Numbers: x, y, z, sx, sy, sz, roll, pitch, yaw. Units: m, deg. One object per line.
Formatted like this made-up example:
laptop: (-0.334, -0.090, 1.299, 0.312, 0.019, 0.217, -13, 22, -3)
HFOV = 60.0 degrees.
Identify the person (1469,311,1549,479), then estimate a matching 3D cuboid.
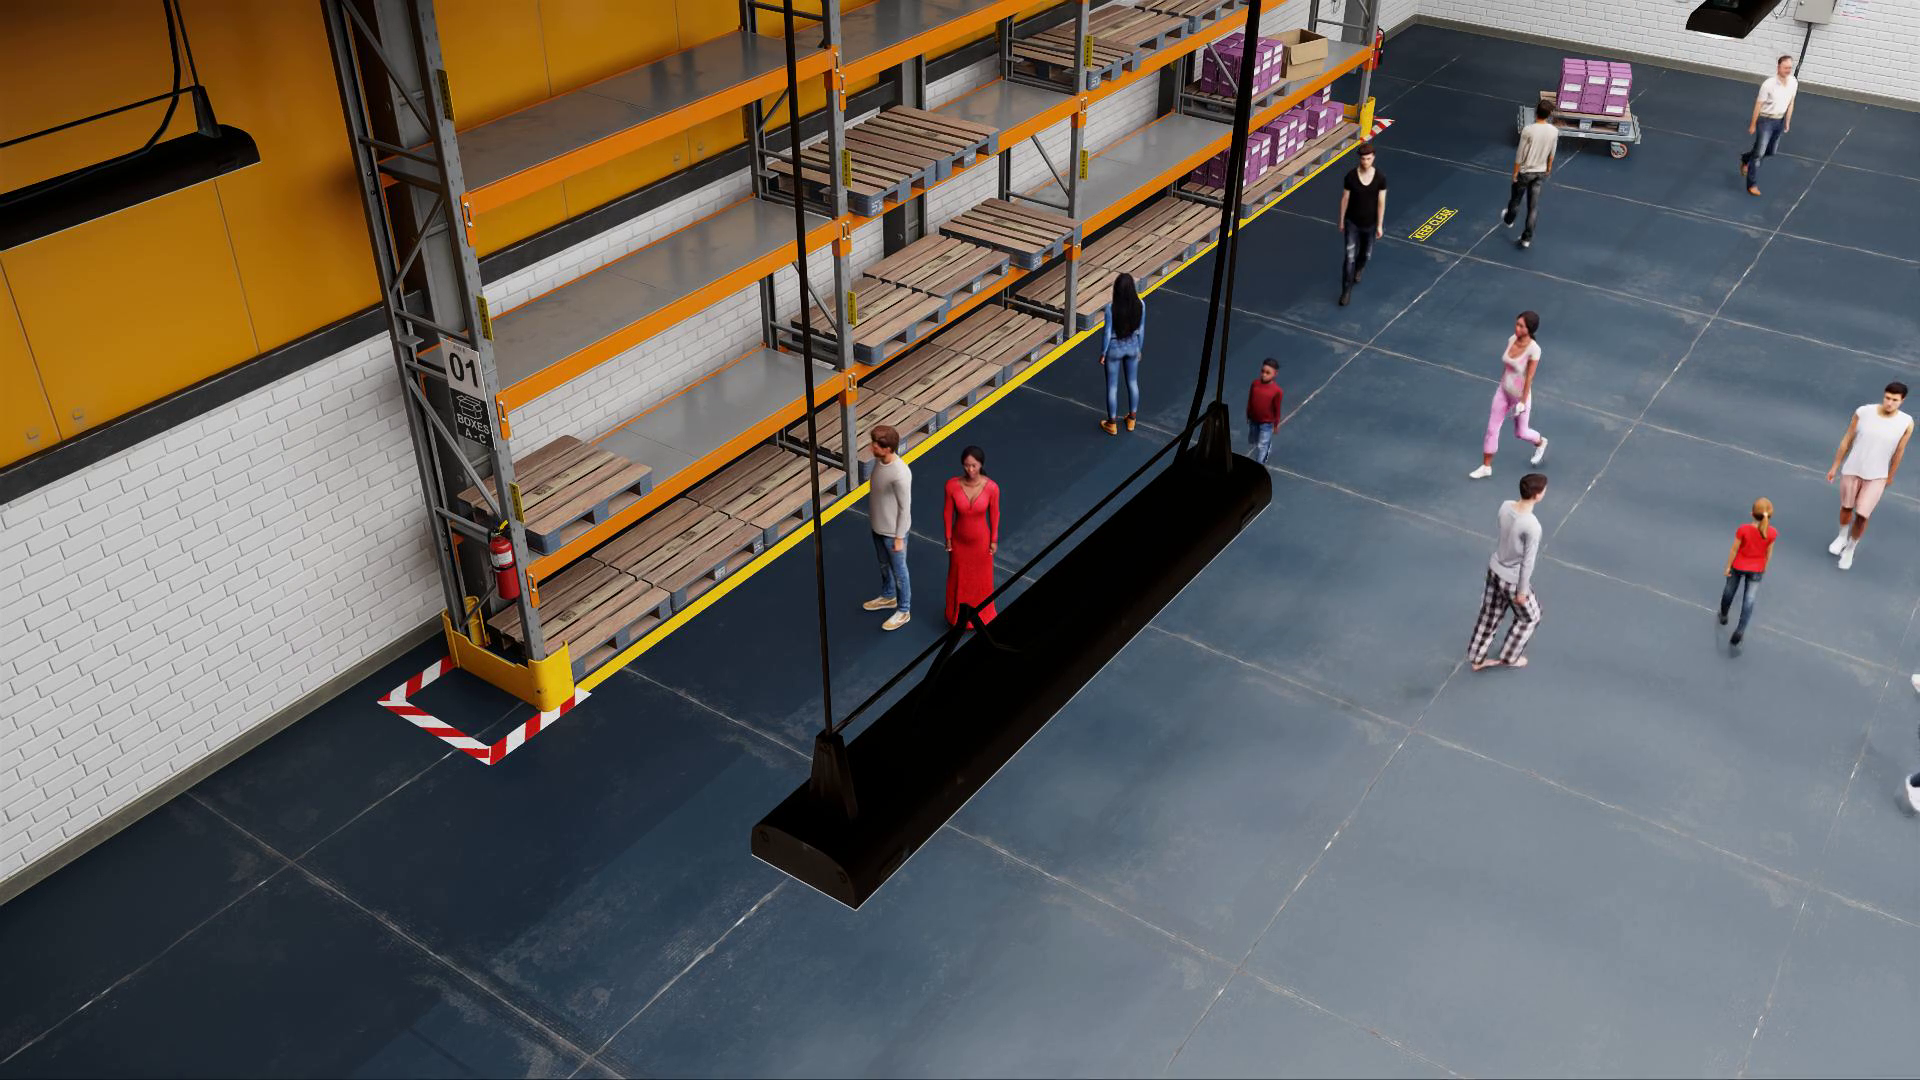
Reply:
person: (5.368, -1.379, 15.888, 1.164, 1.717, 0.926, -16, 37, -22)

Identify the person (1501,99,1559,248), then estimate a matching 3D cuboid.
person: (7.081, -4.484, 20.515, 1.088, 1.765, 1.229, 0, 34, -1)

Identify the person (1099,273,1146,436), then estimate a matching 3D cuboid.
person: (1.623, -1.863, 16.619, 0.650, 1.714, 0.738, -10, 35, -14)

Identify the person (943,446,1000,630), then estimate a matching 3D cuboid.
person: (0.098, 0.010, 13.737, 0.723, 1.784, 0.755, 1, 34, 1)

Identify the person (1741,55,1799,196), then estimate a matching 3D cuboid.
person: (10.690, -5.558, 22.069, 1.029, 1.833, 1.102, -4, 34, -6)

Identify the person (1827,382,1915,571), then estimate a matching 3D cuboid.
person: (8.050, -0.646, 14.738, 0.684, 1.768, 0.796, 27, 42, 34)

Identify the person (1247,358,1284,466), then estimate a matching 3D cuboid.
person: (2.946, -1.195, 16.039, 0.535, 1.242, 0.769, 24, 41, 32)

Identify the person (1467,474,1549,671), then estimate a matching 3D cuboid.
person: (4.312, 0.301, 13.255, 0.908, 1.833, 0.845, -12, 35, -17)

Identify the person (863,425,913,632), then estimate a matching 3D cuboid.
person: (-0.578, -0.134, 13.851, 0.736, 1.898, 0.749, -17, 37, -24)

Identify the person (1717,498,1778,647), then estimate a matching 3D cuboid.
person: (6.543, 0.265, 13.796, 0.597, 1.294, 0.873, 12, 35, 17)

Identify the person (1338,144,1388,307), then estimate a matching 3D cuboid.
person: (4.639, -3.695, 19.230, 0.964, 1.875, 1.176, 5, 34, 8)
